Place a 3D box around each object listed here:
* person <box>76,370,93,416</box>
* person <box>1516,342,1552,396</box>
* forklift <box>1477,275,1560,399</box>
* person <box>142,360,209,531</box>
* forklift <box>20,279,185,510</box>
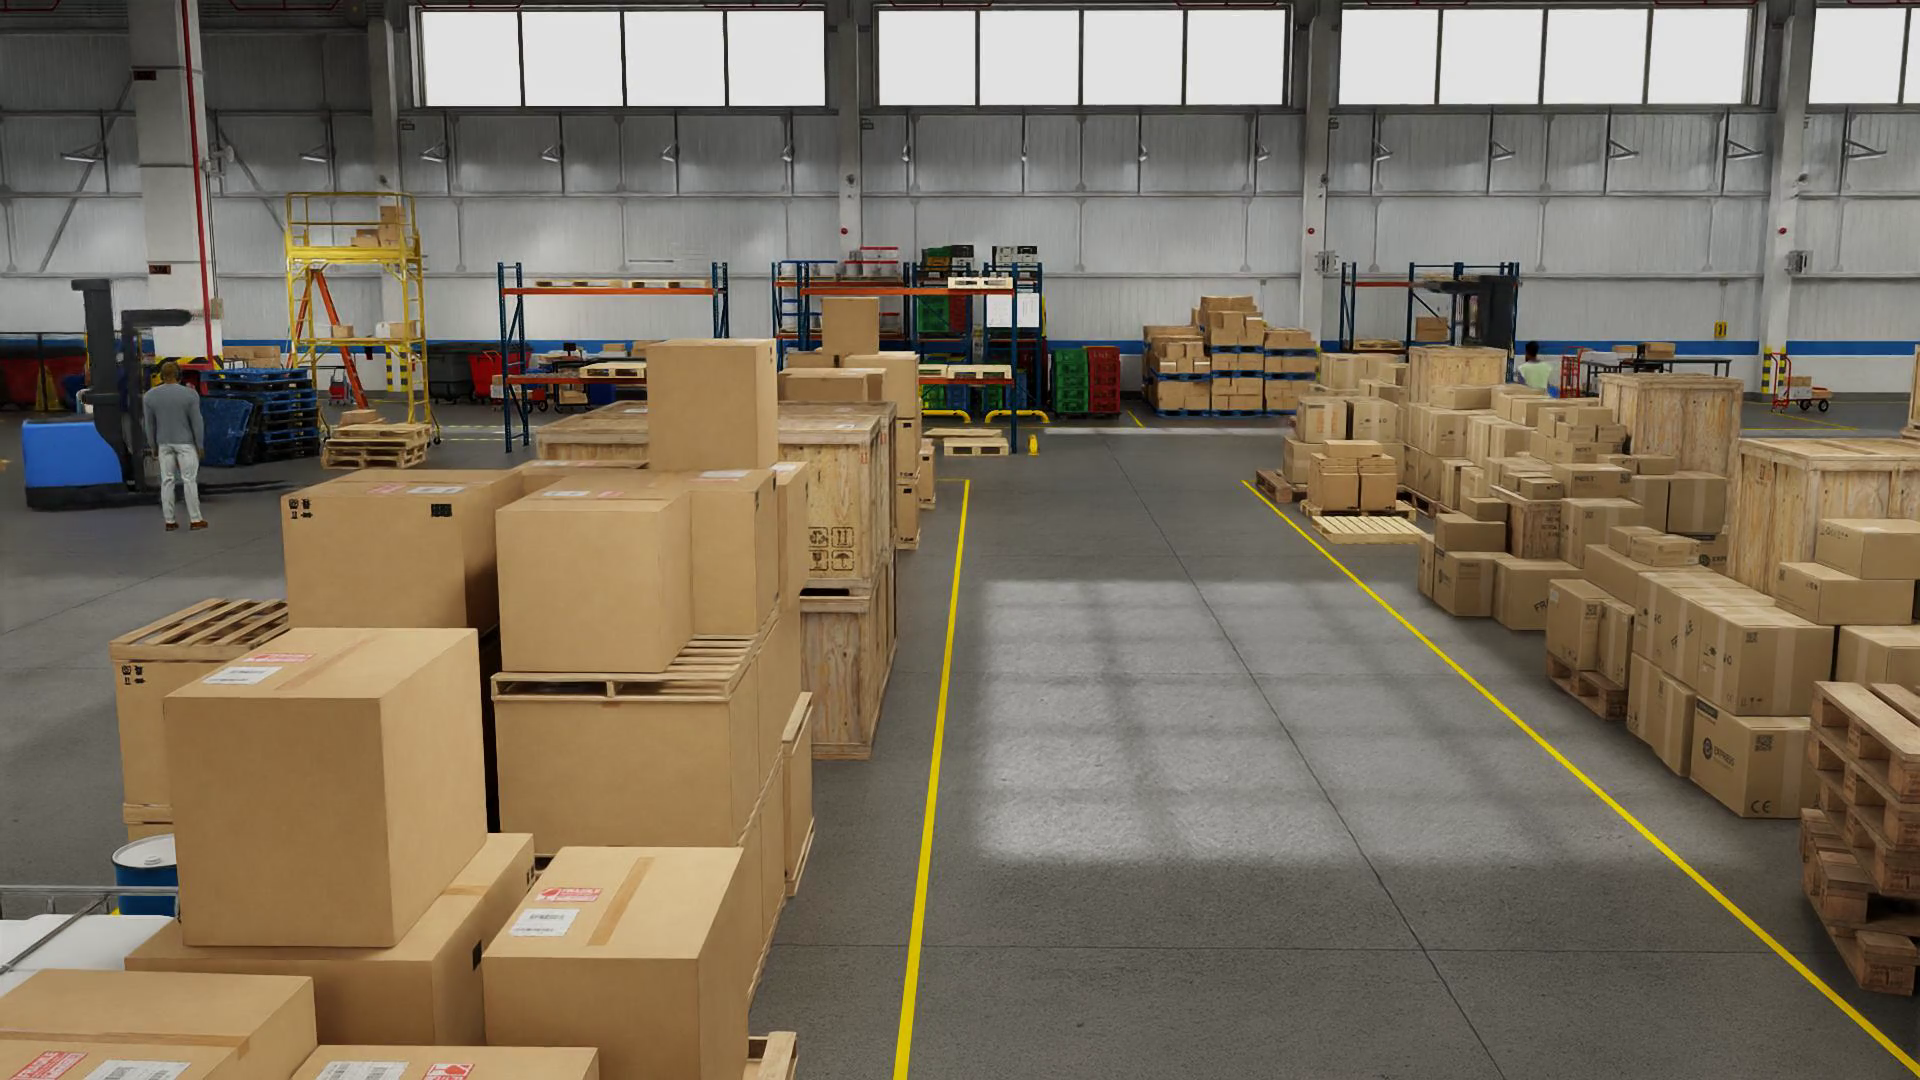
[{"bbox_3d":[-11.336,-1.426,21.887,0.521,1.640,0.306,0,9,0],"label":"person"},{"bbox_3d":[8.494,-1.995,24.622,0.597,1.876,0.987,-2,10,-12],"label":"person"},{"bbox_3d":[8.501,-2.812,26.481,1.873,2.768,1.129,0,9,1],"label":"forklift"},{"bbox_3d":[-8.865,-1.060,18.819,0.627,1.935,0.372,-1,10,-6],"label":"person"},{"bbox_3d":[-10.712,-1.863,20.794,1.873,2.768,1.129,-5,11,-27],"label":"forklift"}]
